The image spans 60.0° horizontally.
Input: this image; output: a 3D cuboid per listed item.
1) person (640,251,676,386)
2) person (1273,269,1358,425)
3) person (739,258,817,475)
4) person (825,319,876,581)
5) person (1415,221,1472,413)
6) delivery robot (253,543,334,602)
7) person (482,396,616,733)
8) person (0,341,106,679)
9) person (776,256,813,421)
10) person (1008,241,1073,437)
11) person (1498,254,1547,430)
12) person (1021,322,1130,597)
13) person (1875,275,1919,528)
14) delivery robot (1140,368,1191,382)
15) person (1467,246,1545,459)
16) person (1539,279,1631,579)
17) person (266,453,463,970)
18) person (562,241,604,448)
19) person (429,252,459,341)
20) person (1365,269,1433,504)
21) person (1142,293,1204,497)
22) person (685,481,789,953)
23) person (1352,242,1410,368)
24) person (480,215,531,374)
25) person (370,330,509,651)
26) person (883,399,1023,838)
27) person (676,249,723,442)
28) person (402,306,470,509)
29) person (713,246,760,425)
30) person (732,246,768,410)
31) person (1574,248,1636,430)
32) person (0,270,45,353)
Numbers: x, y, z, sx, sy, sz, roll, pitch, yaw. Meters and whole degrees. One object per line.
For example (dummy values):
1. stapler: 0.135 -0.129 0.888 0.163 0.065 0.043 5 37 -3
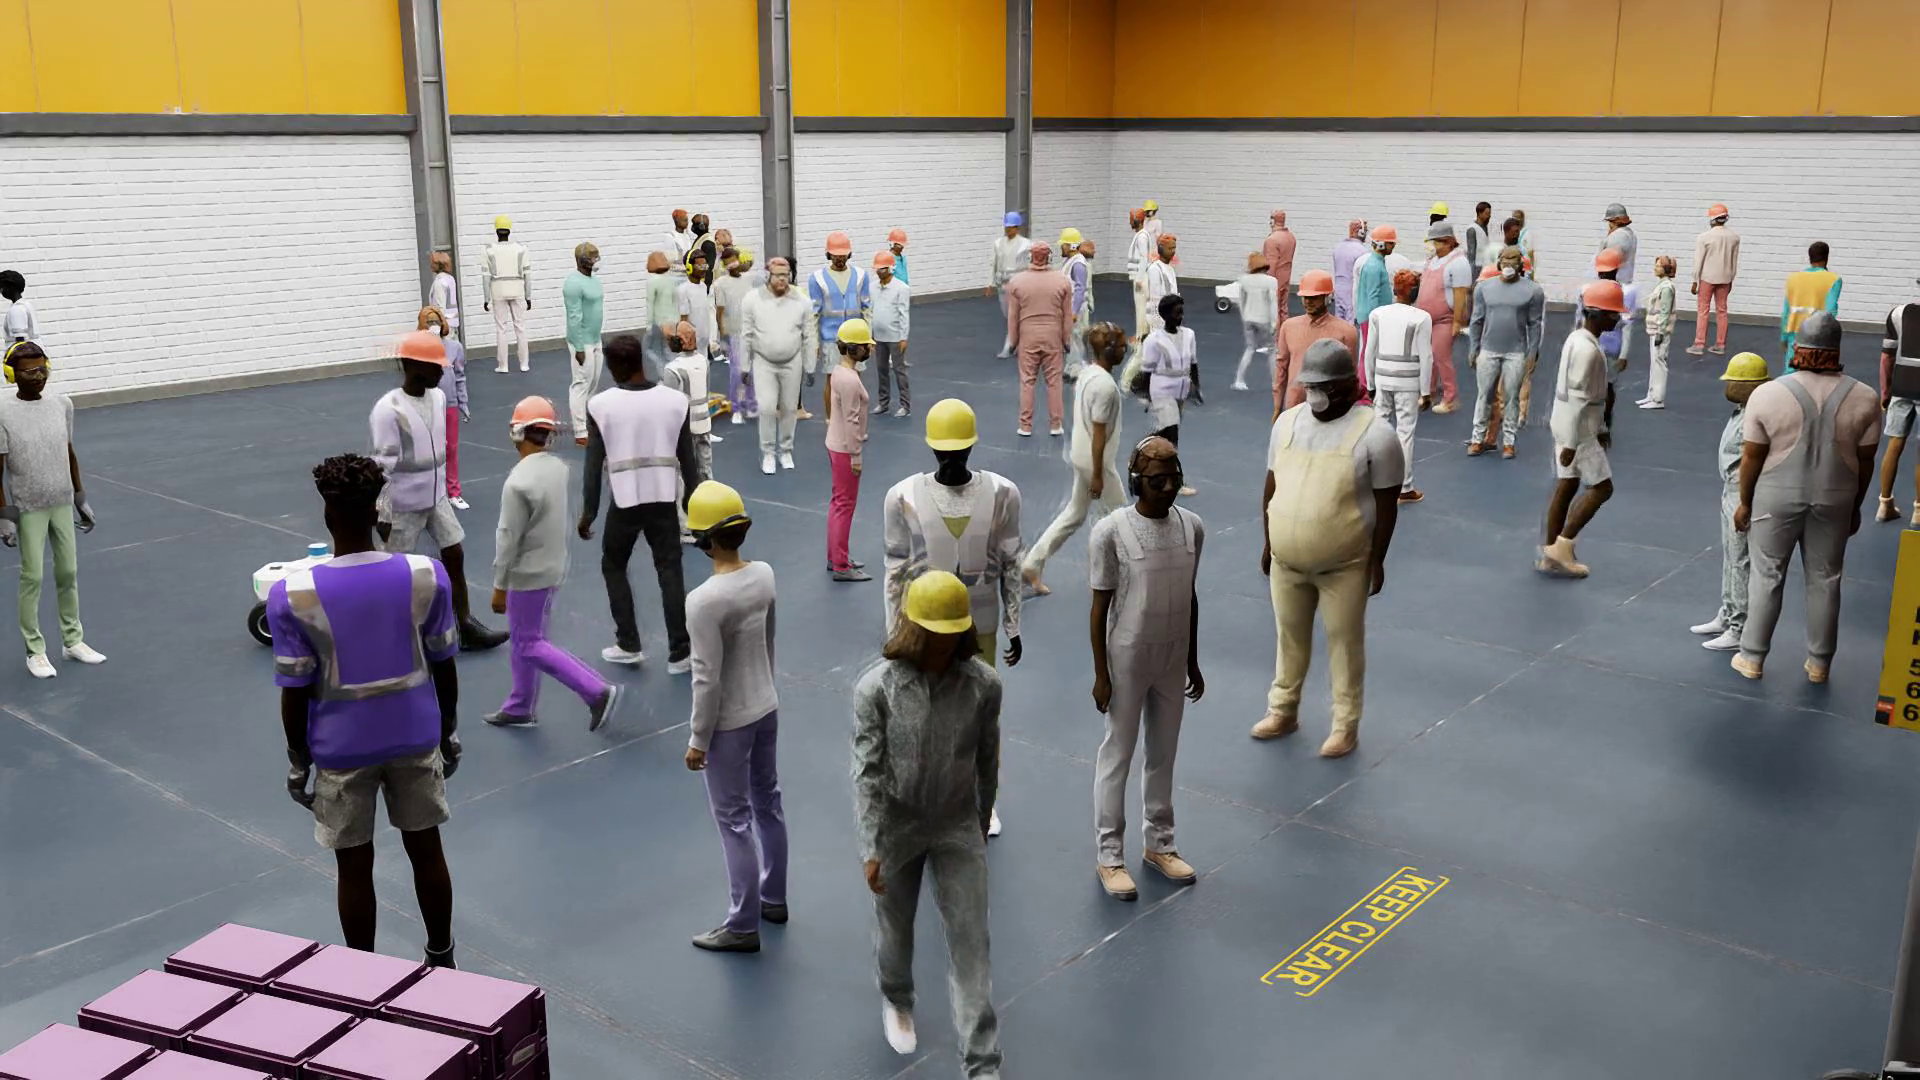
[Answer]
1. person: -3.406 -2.444 18.784 0.360 1.618 0.532 7 16 26
2. person: 2.575 -0.976 12.167 0.625 1.992 0.389 9 17 32
3. person: -1.572 -1.515 14.545 0.672 1.880 0.695 -4 14 -14
4. person: -0.727 -0.605 11.173 0.349 1.759 0.522 -3 14 -12
5. person: 5.100 -2.379 17.681 0.535 2.000 0.736 -4 14 -14
6. delivery robot: -3.816 0.263 9.945 0.707 0.478 0.477 -1 14 -3
7. person: -2.091 0.143 8.263 0.722 1.710 0.585 2 14 8
8. person: -5.078 -0.176 9.231 0.311 1.865 0.534 8 16 29
9. person: -1.778 -2.074 17.166 0.535 1.695 0.318 8 16 30
10. person: 0.781 -1.956 16.263 0.639 1.909 0.409 0 14 -1
11. person: 5.559 -1.983 16.677 0.336 1.753 0.564 -12 18 -39
12. person: 0.803 -0.492 10.629 0.930 1.812 0.527 -3 14 -11
13. person: 7.311 -1.121 12.650 0.397 2.044 0.609 -9 17 -33
14. delivery robot: 2.302 -1.937 18.738 0.477 0.478 0.707 -7 16 -24
15. person: 4.981 -1.712 15.230 0.628 1.937 0.375 6 15 23
16. person: 4.183 -0.729 11.145 0.491 2.020 0.601 3 14 11
17. person: -1.989 0.672 5.641 0.605 1.966 0.367 -9 17 -32
18. person: -3.534 -1.850 15.779 0.377 1.938 0.628 2 14 9
19. person: -5.698 -2.365 18.424 0.305 1.645 0.522 -1 14 -3
20. person: 3.542 -1.239 13.441 0.338 1.882 0.582 -13 19 -42
21. person: 1.697 -1.238 13.885 0.540 1.667 0.804 -11 18 -37
22. person: -0.849 0.652 6.129 0.328 1.765 0.527 6 15 24
23. person: 4.683 -2.509 18.474 0.644 1.908 0.408 7 16 27
24. person: -5.568 -3.011 20.437 0.595 1.925 0.371 -7 16 -26
25. person: -3.021 -0.231 9.397 0.625 1.903 0.652 6 15 24
26. person: -0.026 0.346 7.049 0.589 1.919 0.394 -2 14 -7
27. person: -2.486 -1.823 15.807 0.319 1.871 0.532 4 15 15
28. person: -4.118 -1.028 13.105 0.498 1.634 0.281 -10 17 -35
29. person: -2.193 -2.096 16.994 0.381 1.824 0.726 14 19 43
30. person: -2.277 -2.255 17.760 0.525 1.762 0.339 3 14 12
31. person: 6.169 -1.863 15.956 0.552 1.886 1.003 8 16 30
32. person: -8.797 -1.694 15.665 0.322 1.686 0.540 -6 15 -21
